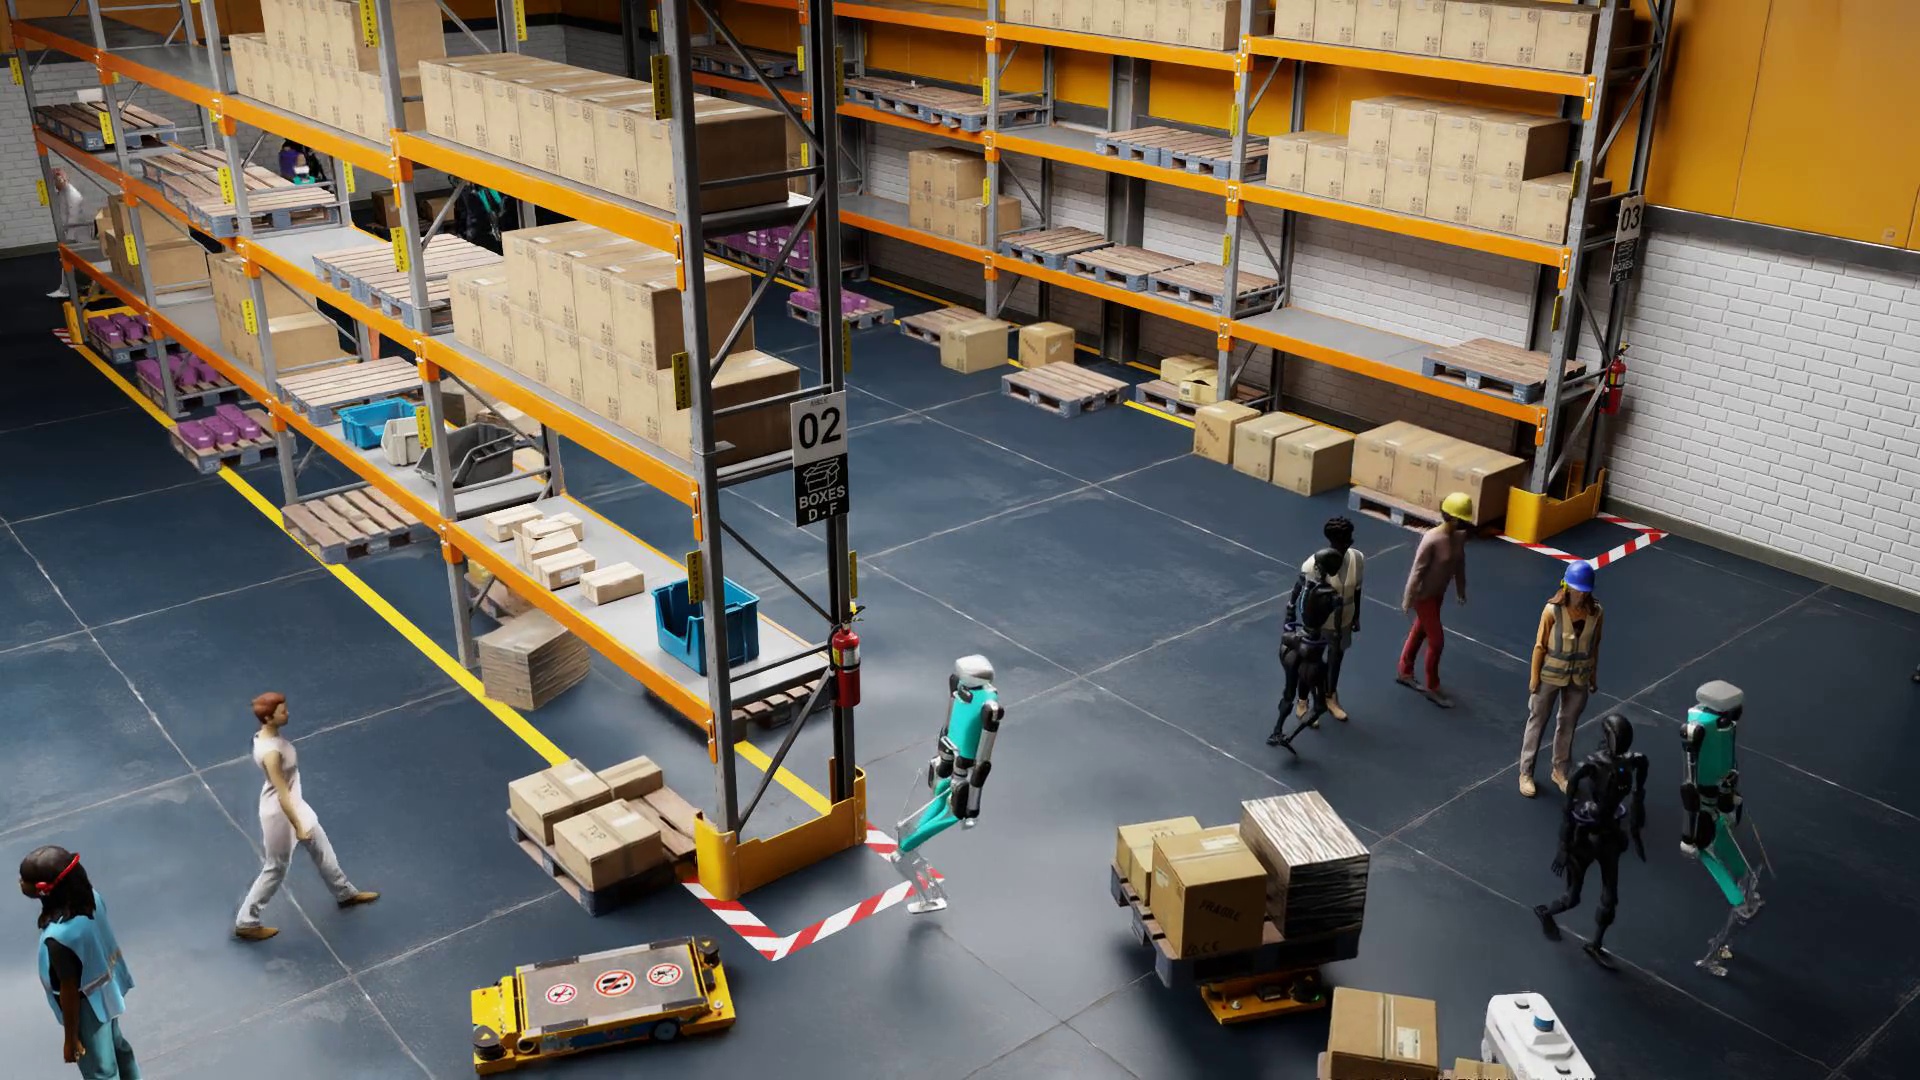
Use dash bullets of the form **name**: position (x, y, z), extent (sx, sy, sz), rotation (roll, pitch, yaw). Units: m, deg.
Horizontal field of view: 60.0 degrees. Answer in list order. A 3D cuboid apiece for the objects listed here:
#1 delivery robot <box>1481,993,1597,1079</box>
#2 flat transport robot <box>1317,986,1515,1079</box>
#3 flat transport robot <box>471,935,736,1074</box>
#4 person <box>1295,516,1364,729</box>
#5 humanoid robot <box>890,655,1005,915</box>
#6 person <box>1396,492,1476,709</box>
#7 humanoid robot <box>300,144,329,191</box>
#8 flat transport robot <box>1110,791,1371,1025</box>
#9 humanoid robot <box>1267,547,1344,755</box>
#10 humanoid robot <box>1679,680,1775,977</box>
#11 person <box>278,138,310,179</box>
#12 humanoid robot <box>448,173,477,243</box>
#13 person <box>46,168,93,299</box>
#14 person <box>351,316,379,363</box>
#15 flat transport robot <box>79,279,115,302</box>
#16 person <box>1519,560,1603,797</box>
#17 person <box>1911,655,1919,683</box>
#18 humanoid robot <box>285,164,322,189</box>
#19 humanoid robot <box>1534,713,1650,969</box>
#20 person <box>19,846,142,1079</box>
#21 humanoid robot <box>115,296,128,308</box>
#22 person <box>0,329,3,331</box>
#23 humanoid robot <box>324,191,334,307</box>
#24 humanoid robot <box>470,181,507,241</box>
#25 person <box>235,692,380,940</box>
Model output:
- **delivery robot**: position (3.082, 2.762, 8.856), extent (0.499, 0.570, 0.753), rotation (-2, 23, -5)
- **flat transport robot**: position (2.326, 3.242, 8.136), extent (1.431, 0.231, 0.659), rotation (5, 24, 12)
- **flat transport robot**: position (-2.051, 2.645, 9.518), extent (1.431, 0.231, 0.659), rotation (-7, 24, -15)
- **person**: position (2.766, 0.599, 12.457), extent (0.533, 1.693, 0.320), rotation (-9, 25, -21)
- **humanoid robot**: position (-0.177, 1.597, 10.153), extent (0.851, 1.799, 0.548), rotation (-11, 26, -25)
- **person**: position (3.694, 0.443, 12.763), extent (0.553, 1.728, 0.706), rotation (-21, 31, -40)
- **humanoid robot**: position (-10.435, -5.664, 26.985), extent (0.606, 1.636, 0.410), rotation (13, 27, 28)
- **flat transport robot**: position (1.622, 2.386, 10.117), extent (0.659, 0.231, 1.431), rotation (-6, 24, -13)
- **humanoid robot**: position (2.464, 0.812, 11.995), extent (0.458, 1.634, 0.608), rotation (-12, 26, -26)
- **humanoid robot**: position (4.556, 1.742, 9.769), extent (0.531, 1.782, 0.797), rotation (-18, 29, -36)
- **person**: position (-10.563, -5.581, 26.500), extent (0.634, 1.914, 0.472), rotation (13, 26, 27)
- **humanoid robot**: position (-7.359, -4.672, 24.687), extent (0.357, 1.644, 0.612), rotation (-15, 28, -31)
- **person**: position (-12.696, -4.413, 23.883), extent (0.667, 1.853, 0.992), rotation (21, 31, 40)
- **person**: position (-7.171, -2.725, 20.077), extent (0.492, 1.759, 0.338), rotation (14, 27, 30)
- **flat transport robot**: position (-12.004, -3.700, 24.210), extent (1.431, 0.231, 0.659), rotation (-10, 25, -23)
- **person**: position (4.184, 0.957, 11.521), extent (0.478, 1.777, 0.305), rotation (-2, 23, -4)
- **person**: position (7.813, 0.261, 12.956), extent (0.547, 1.925, 0.387), rotation (14, 27, 29)
- **humanoid robot**: position (-9.757, -4.757, 24.685), extent (0.531, 1.689, 0.748), rotation (-19, 30, -37)
- **humanoid robot**: position (3.776, 1.740, 9.863), extent (0.586, 1.634, 0.543), rotation (-6, 24, -14)
- **person**: position (-4.312, 2.329, 8.248), extent (0.391, 1.861, 0.502), rotation (-5, 24, -11)
- **humanoid robot**: position (-11.602, -3.938, 22.948), extent (0.857, 1.781, 0.533), rotation (-14, 27, -30)
- **person**: position (-13.112, -3.452, 21.827), extent (0.586, 1.716, 0.778), rotation (17, 29, 34)
- **humanoid robot**: position (-8.693, -4.066, 23.294), extent (0.566, 1.642, 0.603), rotation (3, 23, 6)
- **humanoid robot**: position (-7.660, -5.732, 27.184), extent (0.551, 1.877, 0.821), rotation (-20, 31, -39)
- **person**: position (-4.104, 1.654, 10.107), extent (0.842, 1.617, 0.464), rotation (-8, 25, -18)
